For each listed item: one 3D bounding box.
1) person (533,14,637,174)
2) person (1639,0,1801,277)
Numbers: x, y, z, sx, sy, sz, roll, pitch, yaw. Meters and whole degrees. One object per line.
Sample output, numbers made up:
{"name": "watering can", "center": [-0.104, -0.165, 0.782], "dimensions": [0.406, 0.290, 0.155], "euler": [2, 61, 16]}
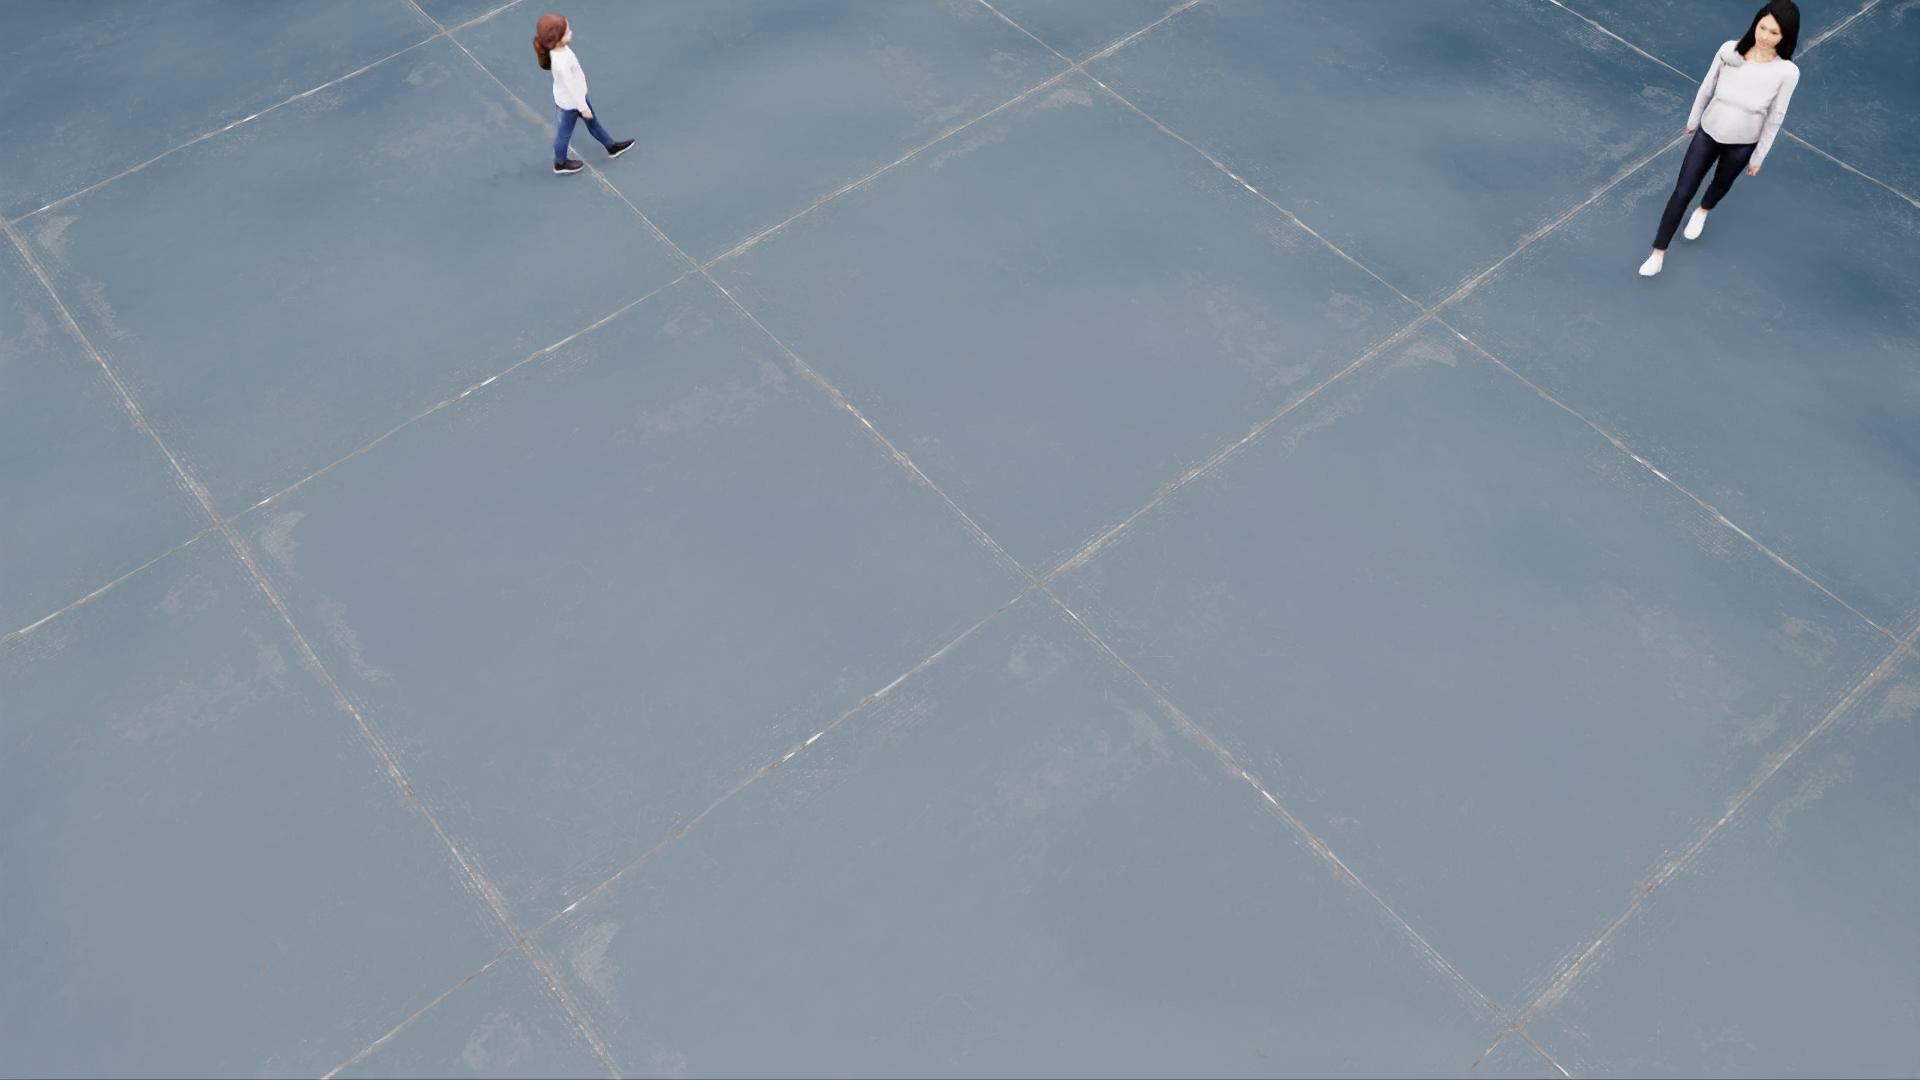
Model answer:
{"name": "person", "center": [-2.384, -2.635, 9.895], "dimensions": [0.805, 1.087, 0.646], "euler": [-11, 53, -8]}
{"name": "person", "center": [4.311, -2.281, 9.259], "dimensions": [0.829, 1.659, 1.138], "euler": [28, 57, 20]}
